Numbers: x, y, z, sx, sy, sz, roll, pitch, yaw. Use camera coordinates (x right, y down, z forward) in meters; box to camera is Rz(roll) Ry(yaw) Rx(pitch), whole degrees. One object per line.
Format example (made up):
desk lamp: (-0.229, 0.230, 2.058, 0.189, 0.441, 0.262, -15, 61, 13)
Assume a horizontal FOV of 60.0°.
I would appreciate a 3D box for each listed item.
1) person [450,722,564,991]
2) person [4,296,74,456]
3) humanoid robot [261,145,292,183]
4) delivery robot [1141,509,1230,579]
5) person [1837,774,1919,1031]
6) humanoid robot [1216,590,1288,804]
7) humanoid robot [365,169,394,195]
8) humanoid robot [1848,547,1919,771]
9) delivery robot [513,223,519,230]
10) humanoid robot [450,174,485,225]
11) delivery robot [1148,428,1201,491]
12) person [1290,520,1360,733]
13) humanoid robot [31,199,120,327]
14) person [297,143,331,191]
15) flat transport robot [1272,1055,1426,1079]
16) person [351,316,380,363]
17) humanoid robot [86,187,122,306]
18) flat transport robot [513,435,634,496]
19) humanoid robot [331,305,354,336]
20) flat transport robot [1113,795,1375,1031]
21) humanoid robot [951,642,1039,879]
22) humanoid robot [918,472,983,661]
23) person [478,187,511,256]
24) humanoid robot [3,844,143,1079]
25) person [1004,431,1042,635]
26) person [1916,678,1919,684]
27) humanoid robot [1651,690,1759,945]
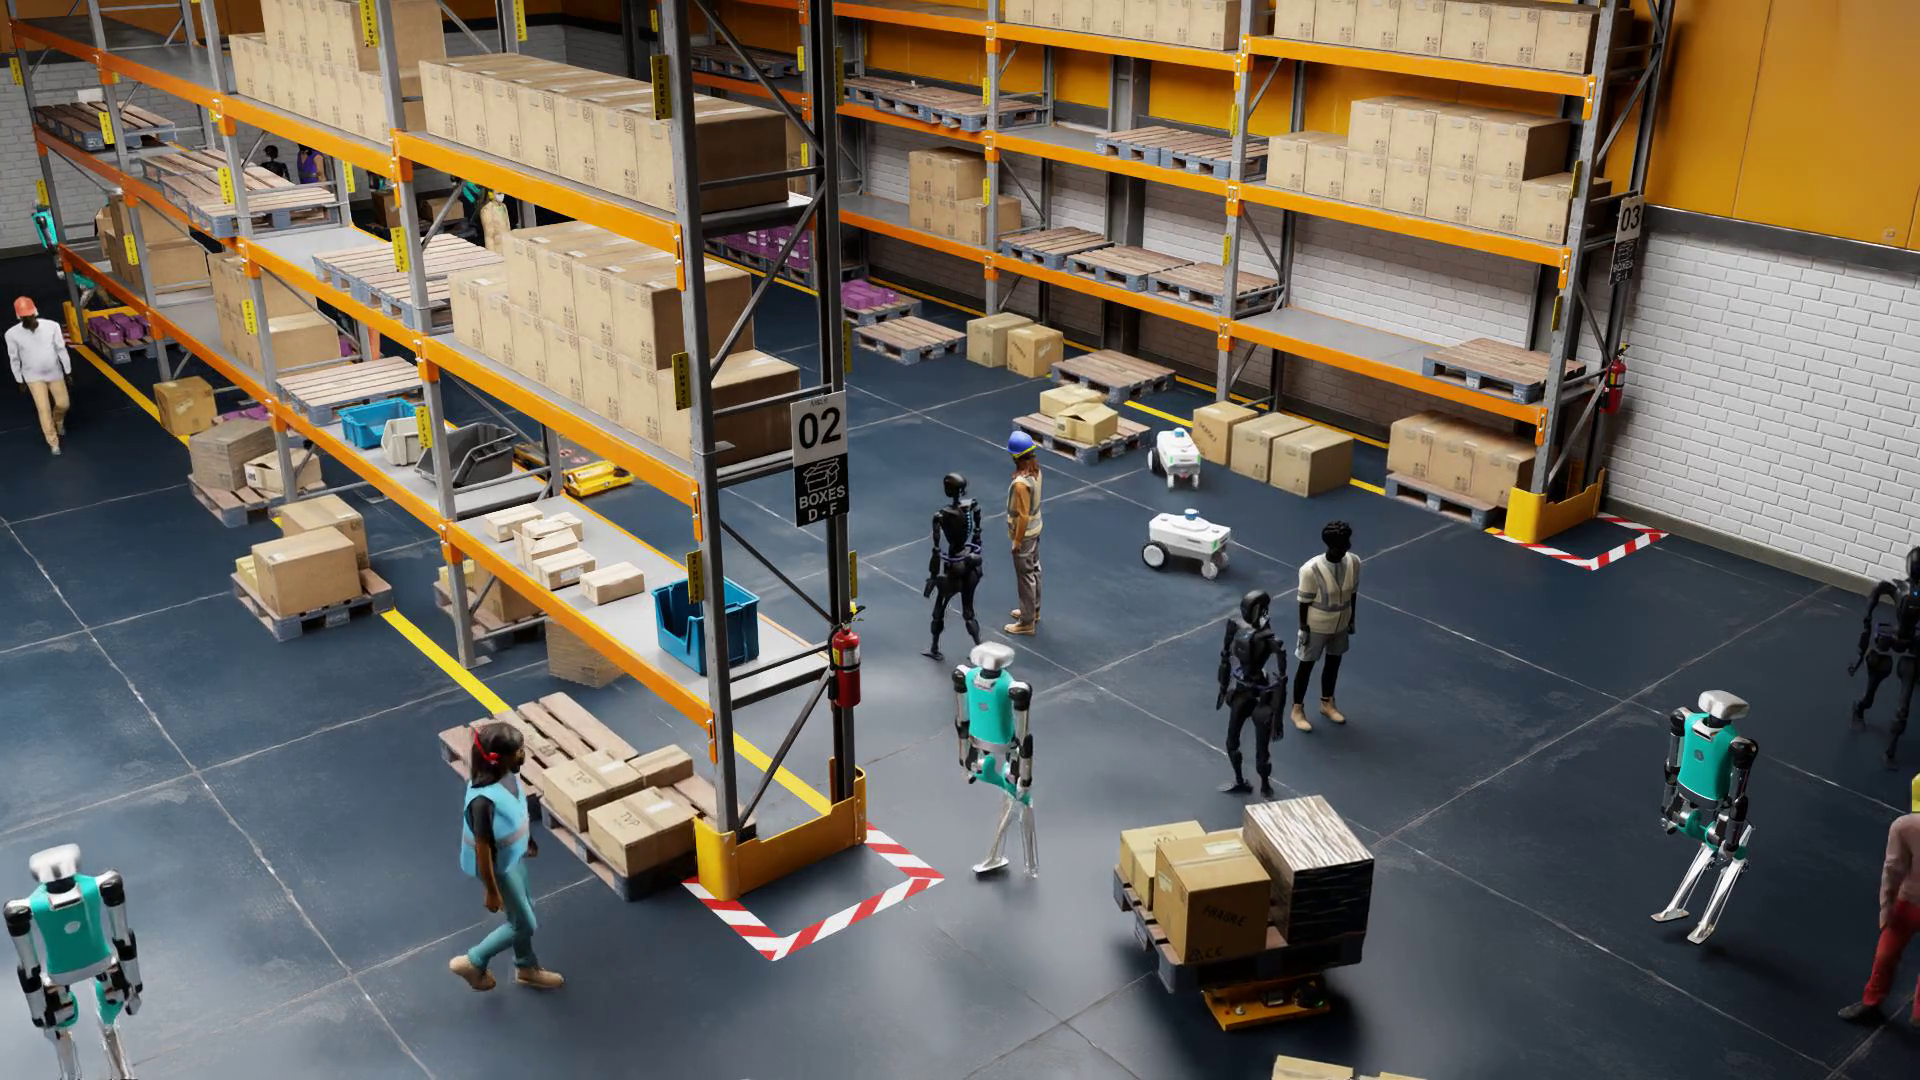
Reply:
person: (-2.628, 1.826, 9.417, 0.520, 1.851, 0.612, 0, 23, 1)
person: (-9.942, -1.821, 18.010, 0.569, 1.729, 0.627, -17, 29, -34)
humanoid robot: (-10.841, -5.461, 26.503, 0.603, 1.652, 0.323, 7, 24, 16)
delivery robot: (2.096, 0.002, 15.261, 0.774, 0.581, 0.499, 14, 27, 30)
person: (5.372, 2.028, 9.125, 0.647, 1.718, 0.321, 7, 24, 15)
humanoid robot: (2.016, 1.077, 11.378, 0.379, 1.647, 0.594, -20, 30, -38)
humanoid robot: (-9.425, -5.854, 27.378, 0.717, 1.819, 0.533, -1, 23, -2)
humanoid robot: (6.815, 0.792, 12.076, 0.609, 1.635, 0.727, 7, 24, 17)
delivery robot: (-6.891, -4.671, 26.068, 0.499, 0.570, 0.742, 9, 25, 20)
humanoid robot: (-8.187, -6.038, 27.883, 0.847, 1.865, 0.550, 6, 24, 14)
delivery robot: (2.269, -0.881, 17.291, 0.499, 0.569, 0.749, -2, 23, -4)
person: (2.727, 0.628, 12.398, 0.535, 1.691, 0.319, -10, 25, -23)
humanoid robot: (-11.924, -3.770, 22.563, 0.946, 1.782, 0.530, -12, 26, -25)
person: (-10.280, -5.586, 26.501, 0.529, 1.924, 0.429, 12, 26, 27)
flat transport robot: (1.855, 3.255, 8.107, 1.431, 0.231, 0.659, 6, 24, 14)
person: (-7.168, -2.727, 20.082, 0.492, 1.759, 0.338, 14, 27, 30)
humanoid robot: (-11.768, -4.017, 23.063, 0.981, 1.723, 0.547, 0, 23, -1)
flat transport robot: (-4.107, -0.801, 17.497, 0.659, 0.231, 1.431, -21, 31, -39)
humanoid robot: (-8.191, -3.382, 21.779, 0.782, 1.642, 0.589, 16, 28, 32)
flat transport robot: (1.634, 2.406, 10.073, 0.659, 0.231, 1.431, -6, 24, -13)
humanoid robot: (0.321, 1.394, 10.586, 0.546, 1.801, 0.759, 13, 27, 28)
humanoid robot: (-0.028, 0.218, 13.384, 0.609, 1.637, 0.611, 20, 31, 39)
person: (-6.349, -3.988, 22.855, 0.390, 1.875, 0.563, 6, 24, 14)
humanoid robot: (-4.537, 2.248, 8.573, 0.537, 1.767, 0.792, -16, 28, -33)
person: (0.519, -0.063, 13.887, 0.320, 1.774, 0.481, 6, 24, 15)
person: (7.817, 0.263, 12.949, 0.548, 1.927, 0.390, 13, 27, 28)
humanoid robot: (4.538, 1.604, 9.909, 0.735, 1.677, 0.533, -13, 27, -28)
